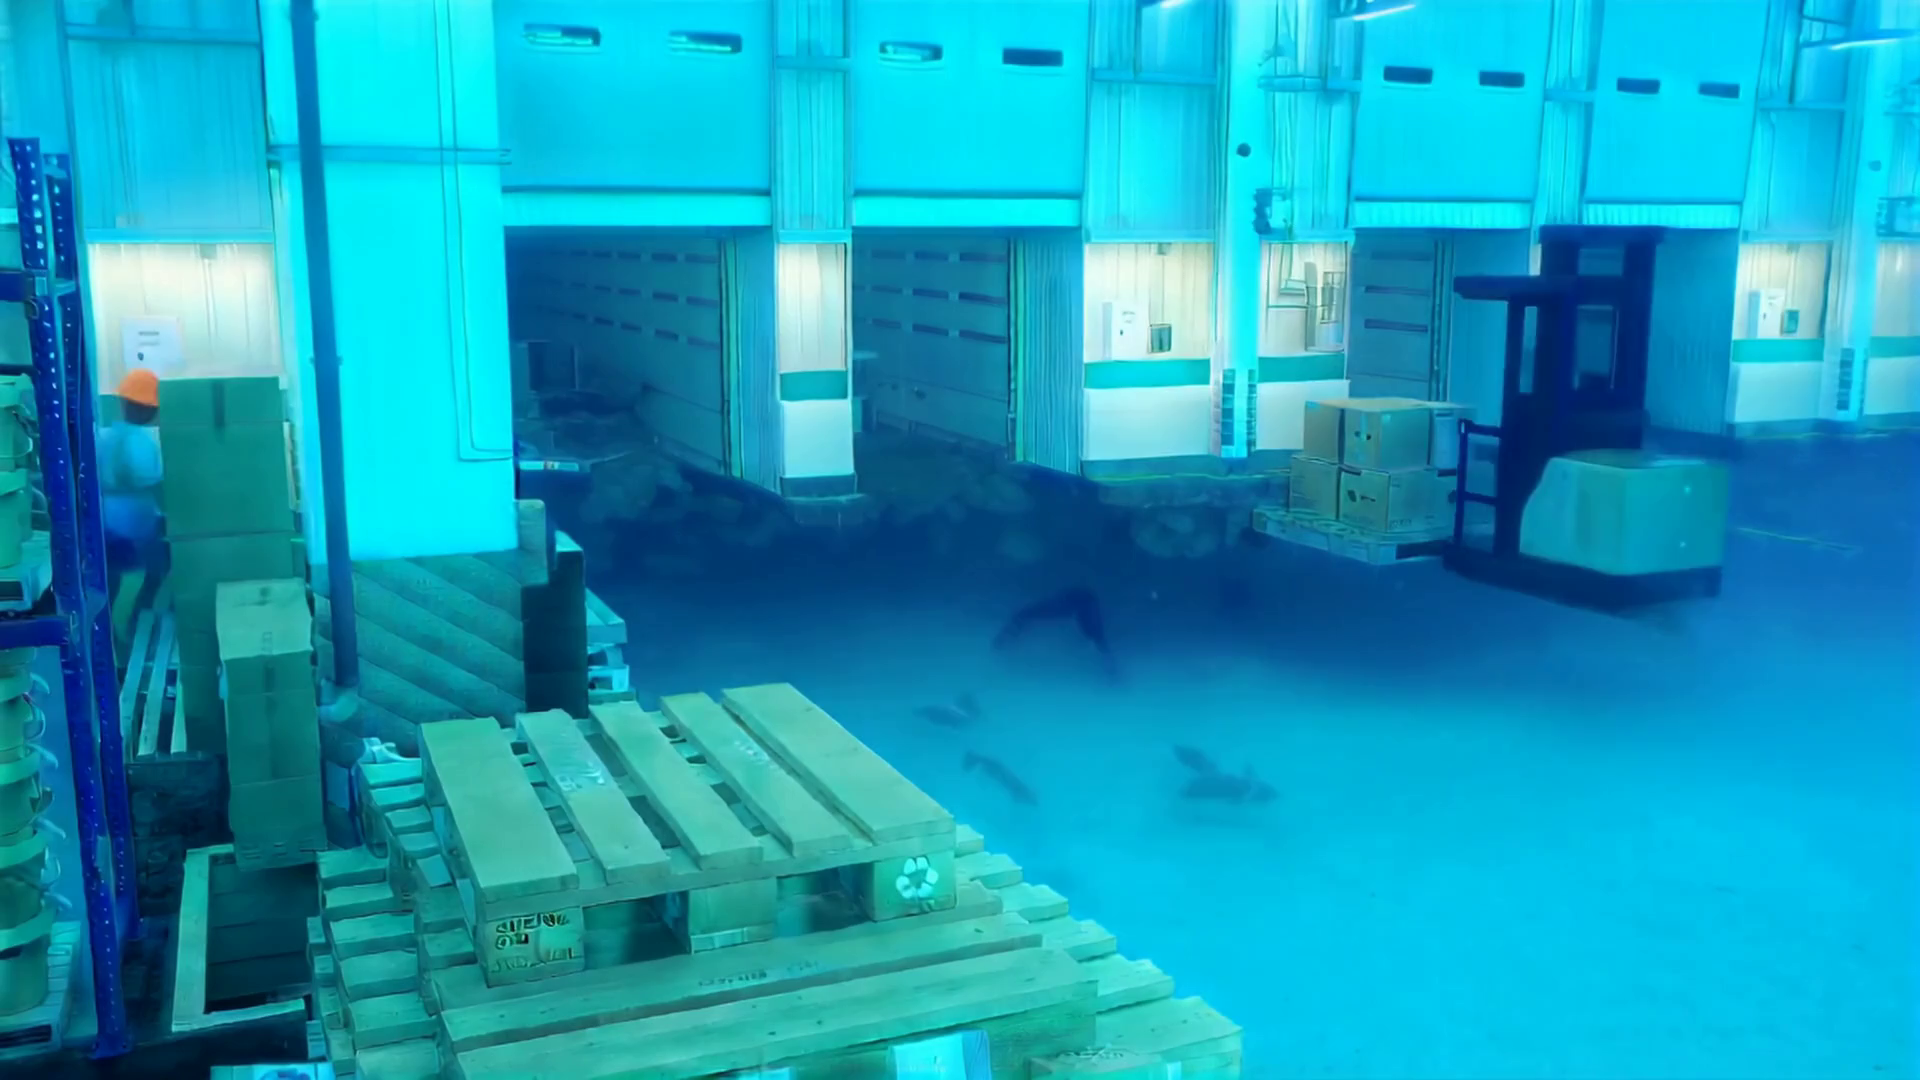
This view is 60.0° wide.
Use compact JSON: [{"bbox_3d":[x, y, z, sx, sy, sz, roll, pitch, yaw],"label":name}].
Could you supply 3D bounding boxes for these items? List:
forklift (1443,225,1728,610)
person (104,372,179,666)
[{"bbox_3d":[4.841,-1.011,12.756,1.129,2.768,1.873,-4,11,-23],"label":"forklift"},{"bbox_3d":[-5.186,-0.110,10.503,0.491,1.897,0.567,-9,13,-39],"label":"person"}]
